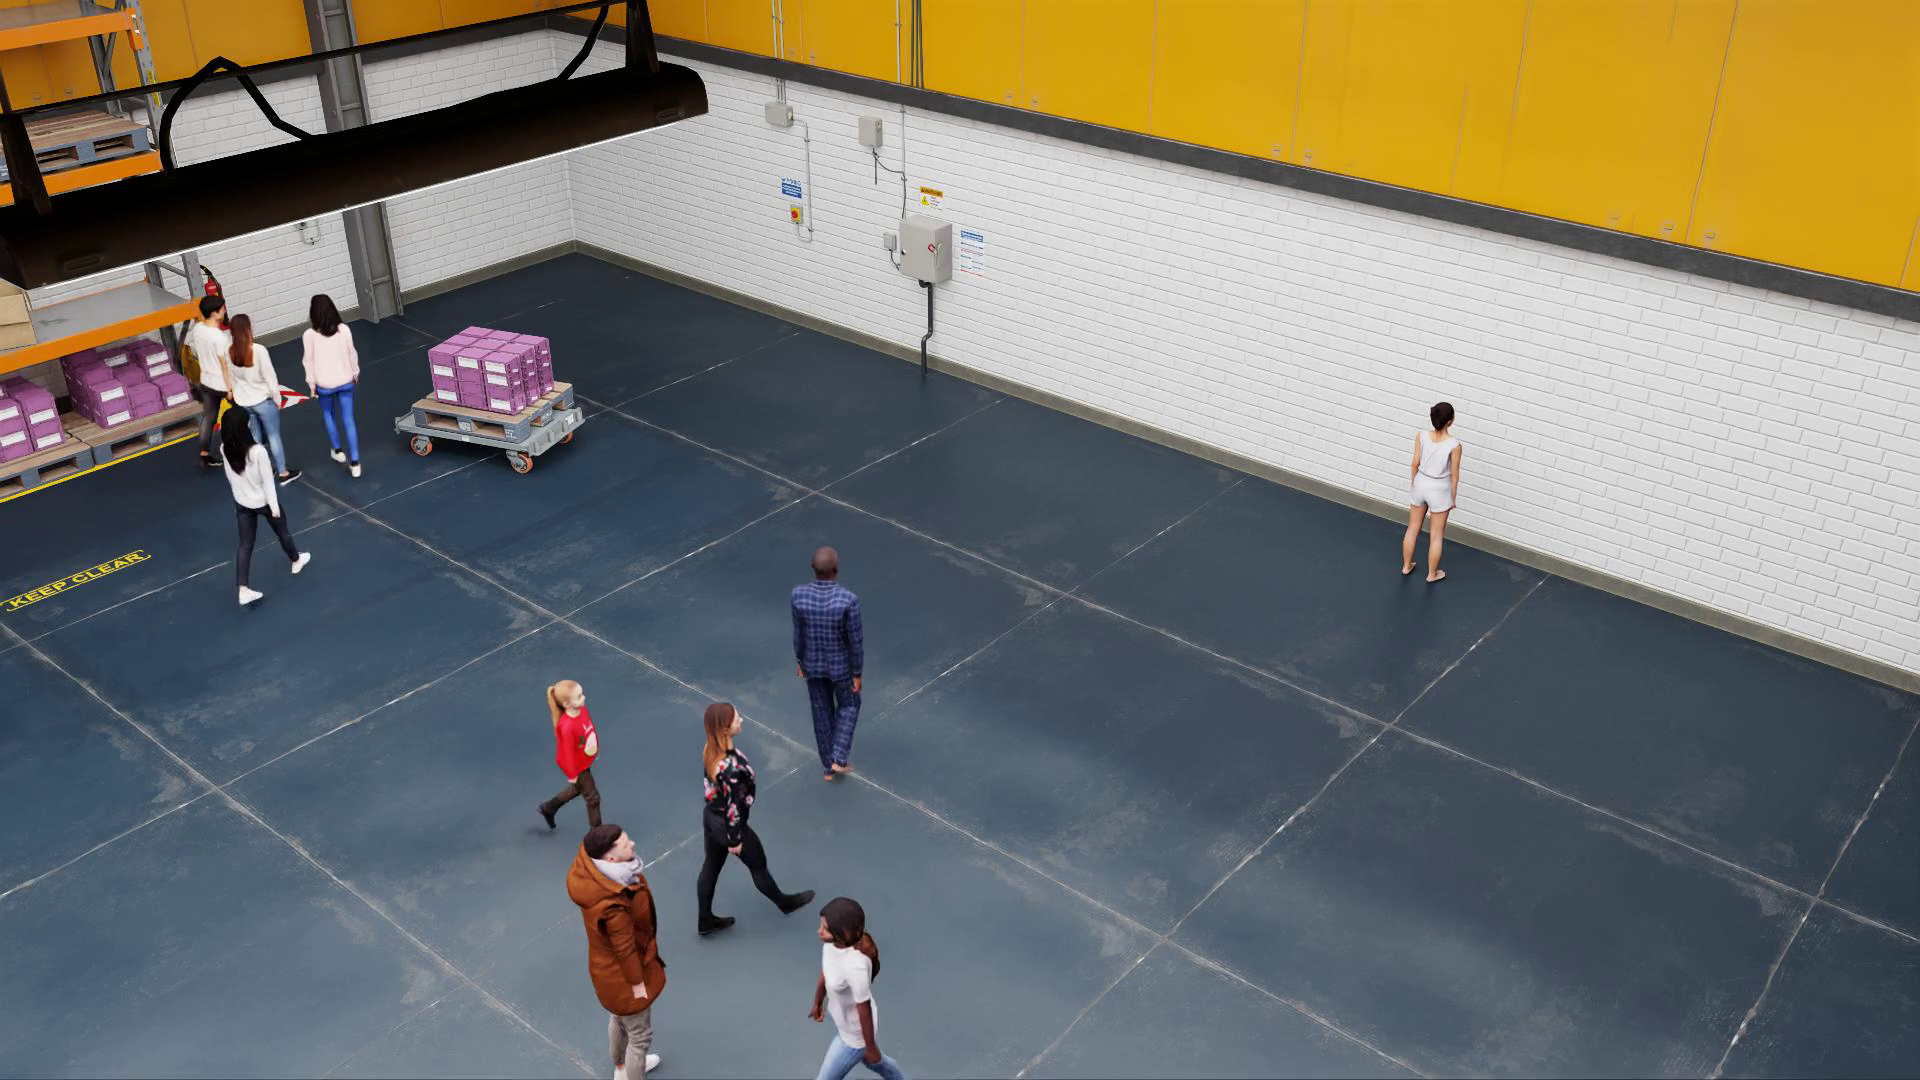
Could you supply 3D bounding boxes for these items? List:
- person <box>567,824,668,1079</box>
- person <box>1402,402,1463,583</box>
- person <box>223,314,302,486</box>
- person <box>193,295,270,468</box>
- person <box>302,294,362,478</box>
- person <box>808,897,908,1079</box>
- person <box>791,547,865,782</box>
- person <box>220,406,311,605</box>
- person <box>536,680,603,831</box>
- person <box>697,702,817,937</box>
[{"bbox_3d":[-1.798,2.263,8.811,0.824,1.839,0.812,-15,32,-25],"label":"person"},{"bbox_3d":[3.960,-0.414,13.961,0.561,1.607,0.515,21,35,34],"label":"person"},{"bbox_3d":[-6.560,-1.301,15.494,0.746,1.695,0.759,7,29,13],"label":"person"},{"bbox_3d":[-7.138,-1.483,15.851,0.763,1.674,1.145,15,32,25],"label":"person"},{"bbox_3d":[-5.881,-1.418,15.664,0.895,1.738,0.905,-13,31,-23],"label":"person"},{"bbox_3d":[-0.478,2.498,8.557,1.255,1.669,1.035,-8,30,-15],"label":"person"},{"bbox_3d":[-0.926,0.902,11.337,0.792,1.808,0.820,5,29,9],"label":"person"},{"bbox_3d":[-5.830,-0.259,13.626,0.967,1.655,1.212,7,29,12],"label":"person"},{"bbox_3d":[-2.551,1.451,10.893,0.841,1.270,0.815,1,29,1],"label":"person"},{"bbox_3d":[-1.474,1.719,10.002,1.062,1.653,0.847,-14,31,-23],"label":"person"}]
